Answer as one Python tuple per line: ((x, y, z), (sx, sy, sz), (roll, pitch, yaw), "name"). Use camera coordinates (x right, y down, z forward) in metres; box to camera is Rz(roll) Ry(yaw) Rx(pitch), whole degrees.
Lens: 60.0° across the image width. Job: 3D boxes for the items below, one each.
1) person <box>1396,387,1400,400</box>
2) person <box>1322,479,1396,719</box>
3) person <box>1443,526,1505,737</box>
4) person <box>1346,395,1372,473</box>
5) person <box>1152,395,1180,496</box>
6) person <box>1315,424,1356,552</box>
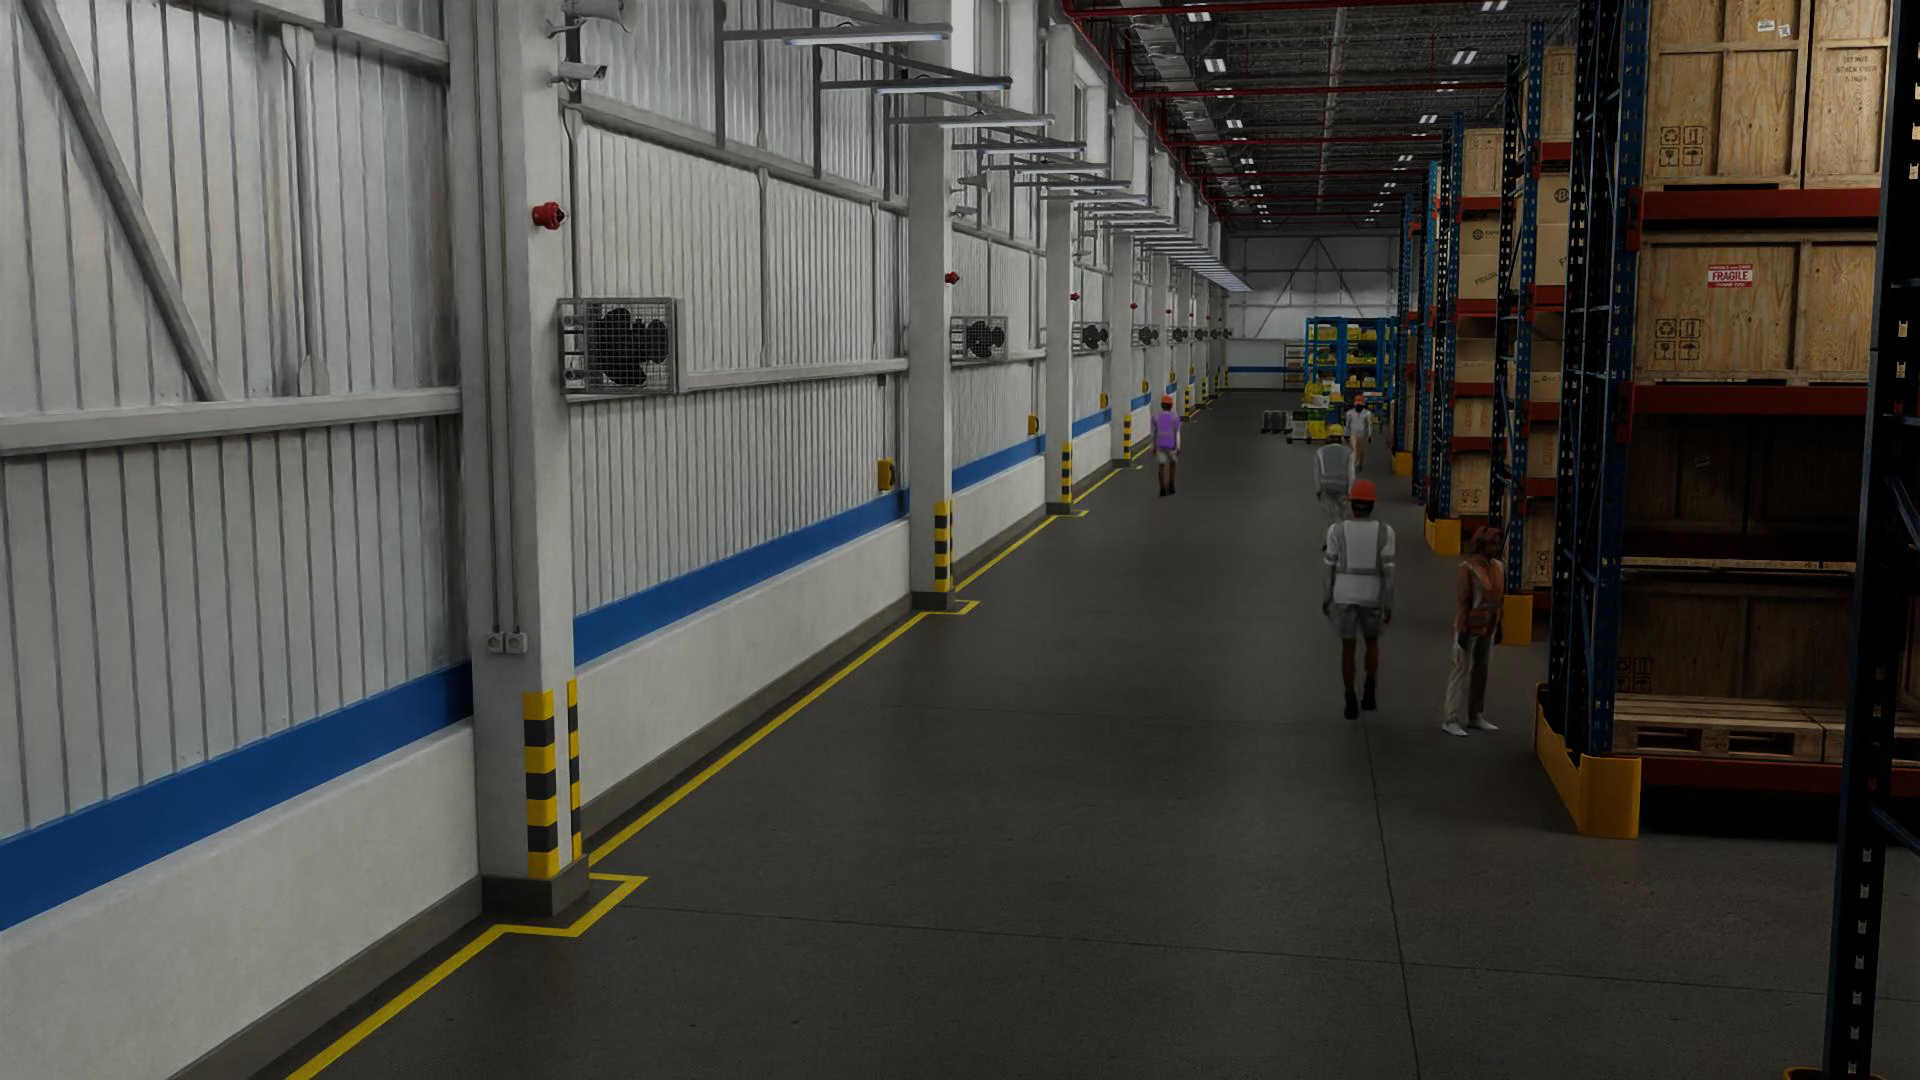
((12.440, -3.599, 46.765), (0.345, 1.735, 0.485), (-6, 9, -38), "person")
((3.240, 0.458, 13.547), (0.563, 1.906, 0.754), (1, 7, 11), "person")
((3.984, 0.700, 12.795), (0.525, 1.627, 0.328), (-5, 9, -33), "person")
((8.808, -2.346, 36.749), (0.569, 1.730, 0.741), (1, 7, 12), "person")
((3.933, -1.792, 31.582), (0.564, 1.904, 0.779), (2, 7, 18), "person")
((5.364, -0.742, 23.615), (0.622, 1.796, 0.835), (4, 8, 30), "person")
